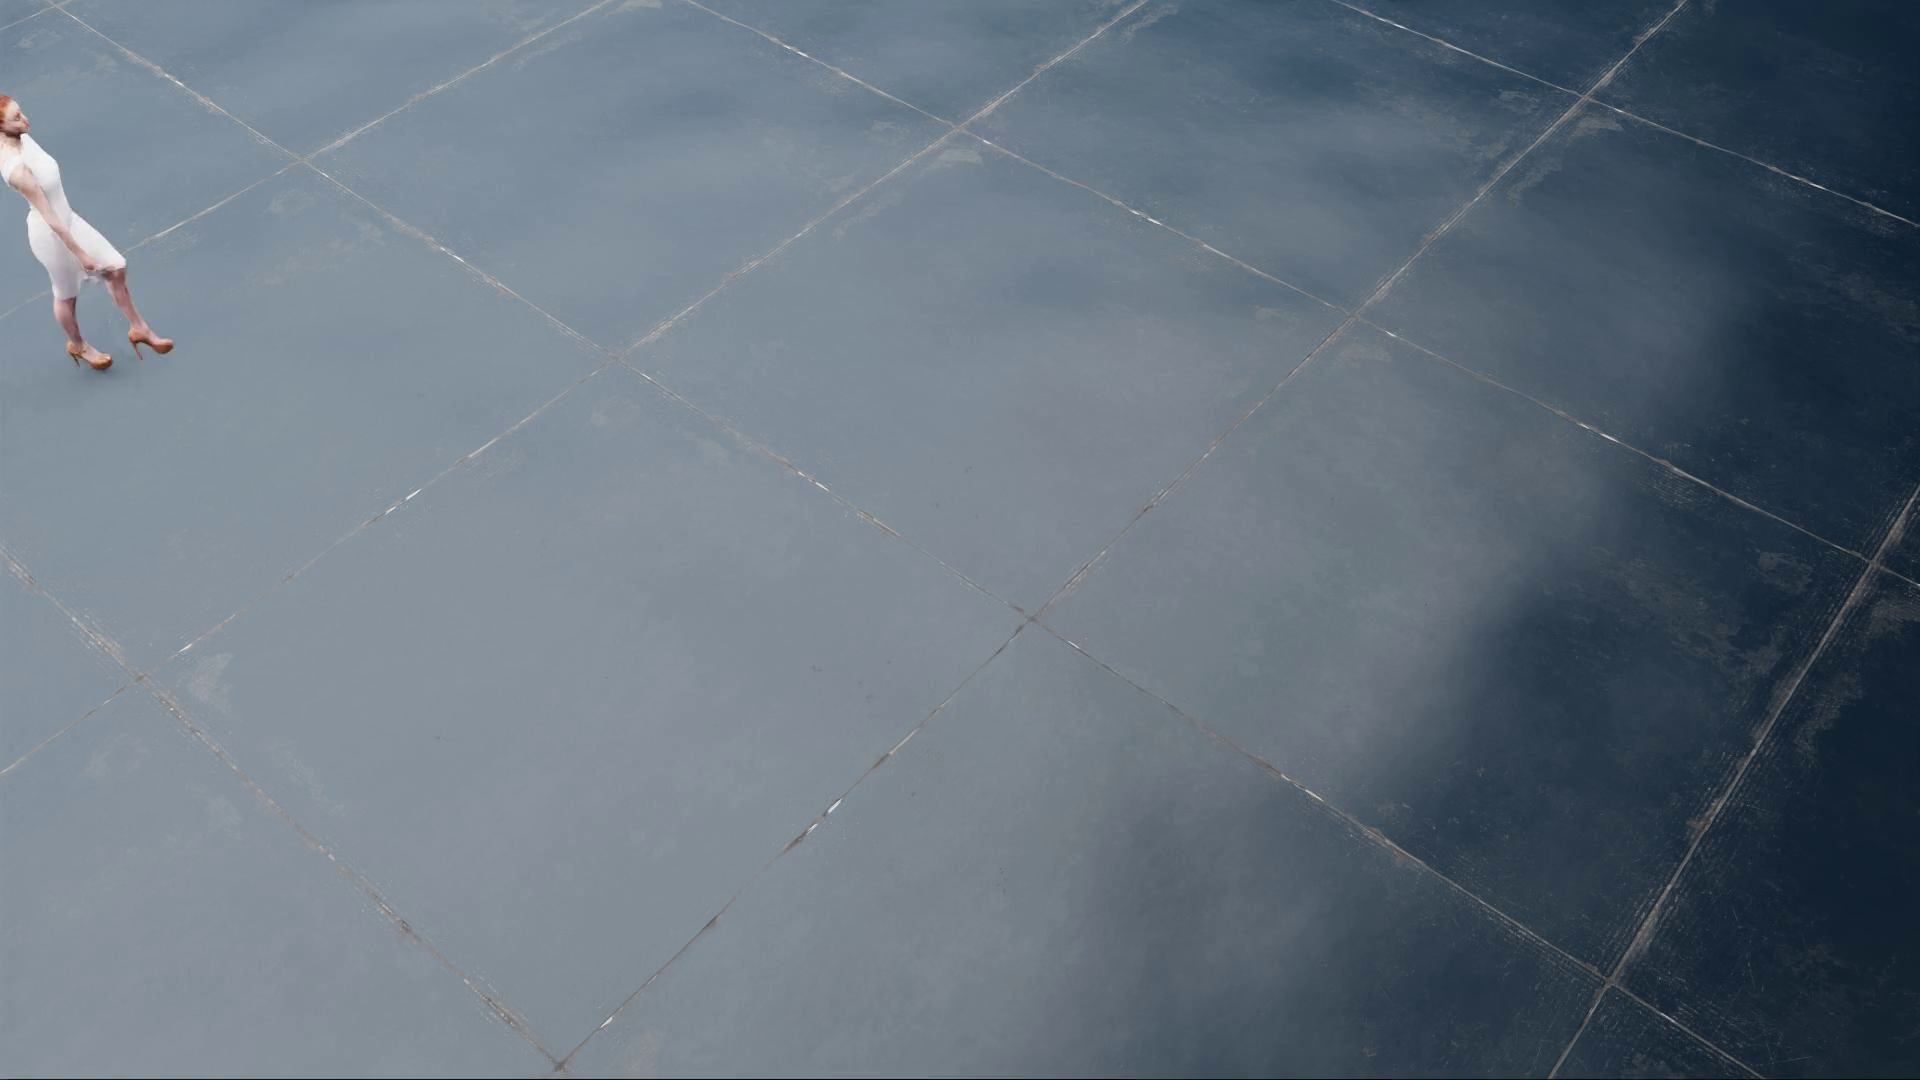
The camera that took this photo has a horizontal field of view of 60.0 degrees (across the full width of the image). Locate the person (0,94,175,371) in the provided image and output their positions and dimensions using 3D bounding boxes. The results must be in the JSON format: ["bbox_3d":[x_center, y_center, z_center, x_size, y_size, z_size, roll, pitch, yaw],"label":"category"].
[{"bbox_3d":[-4.793,-1.543,8.667,0.881,1.772,0.795,-10,48,-10],"label":"person"}]
